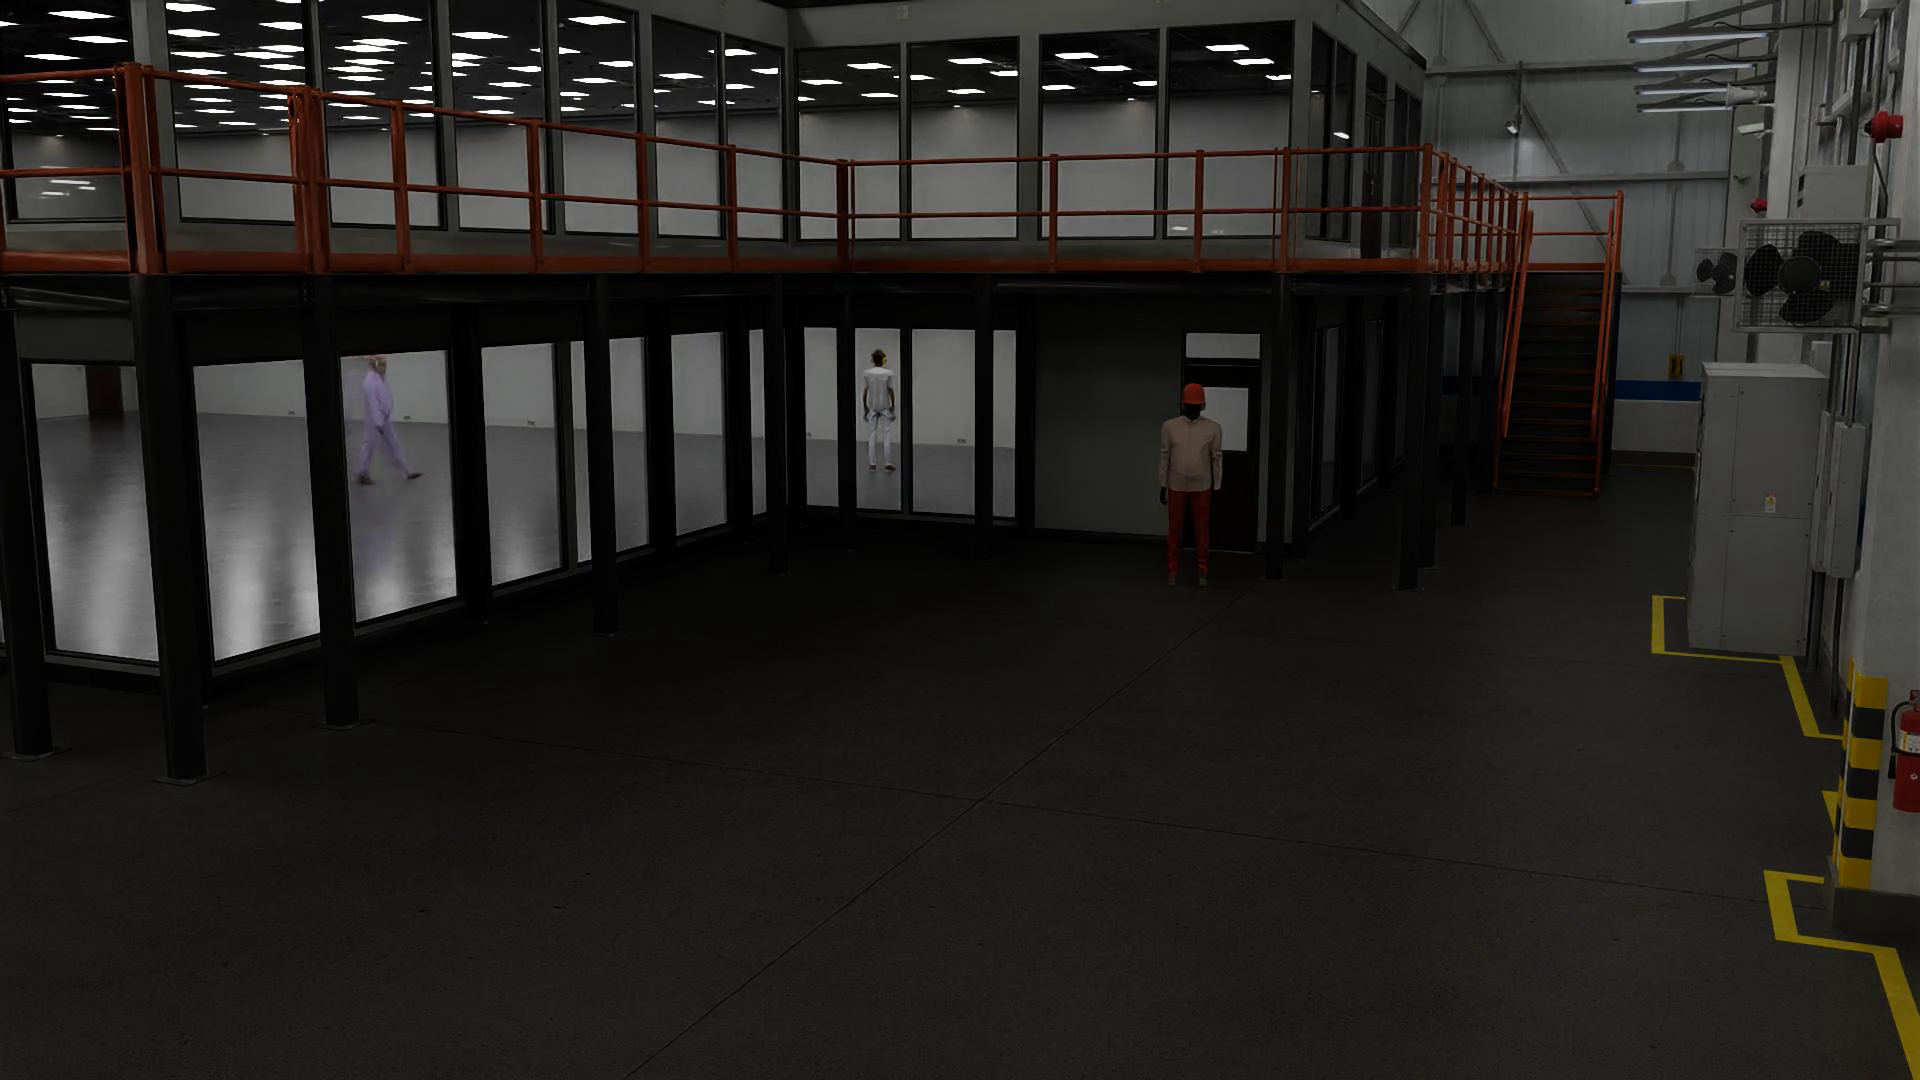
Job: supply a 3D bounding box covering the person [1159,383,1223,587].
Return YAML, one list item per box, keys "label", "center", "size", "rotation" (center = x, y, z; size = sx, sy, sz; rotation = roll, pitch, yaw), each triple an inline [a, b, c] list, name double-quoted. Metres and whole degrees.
- label: "person"
  center: [2.226, -0.526, 16.075]
  size: [0.612, 1.986, 0.406]
  rotation: [1, 9, 9]
